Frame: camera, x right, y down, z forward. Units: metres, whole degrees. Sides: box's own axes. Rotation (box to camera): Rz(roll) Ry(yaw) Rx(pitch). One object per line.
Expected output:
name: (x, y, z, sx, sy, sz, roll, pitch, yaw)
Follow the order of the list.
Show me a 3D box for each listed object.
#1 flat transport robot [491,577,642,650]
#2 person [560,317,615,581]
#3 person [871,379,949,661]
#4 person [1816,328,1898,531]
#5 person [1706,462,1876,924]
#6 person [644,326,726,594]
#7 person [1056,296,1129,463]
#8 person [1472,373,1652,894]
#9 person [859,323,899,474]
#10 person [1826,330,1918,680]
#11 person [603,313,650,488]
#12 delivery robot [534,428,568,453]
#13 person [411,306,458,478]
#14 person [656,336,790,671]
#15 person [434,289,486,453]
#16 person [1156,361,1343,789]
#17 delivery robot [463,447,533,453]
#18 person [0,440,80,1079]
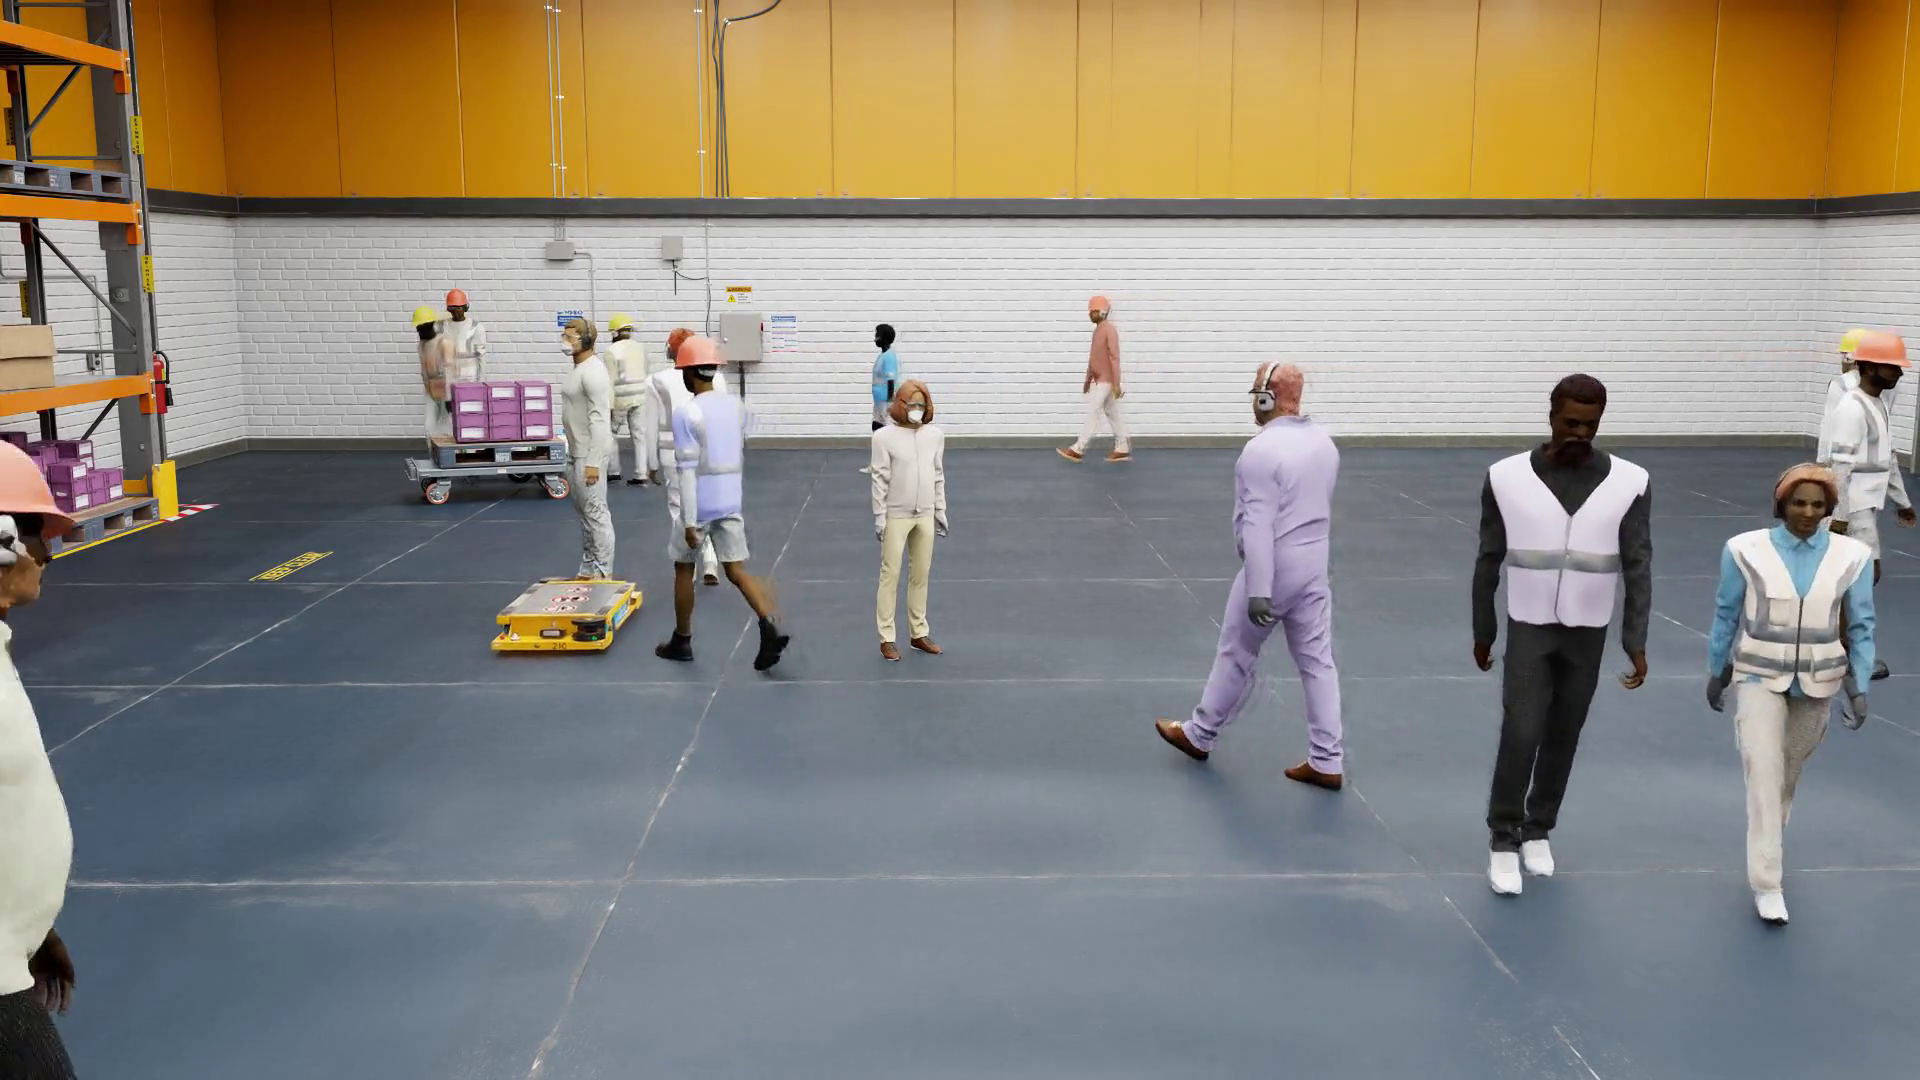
flat transport robot: (-2.427, 0.446, 10.386, 0.652, 0.197, 1.431, 0, 9, -2)
person: (-2.594, -0.569, 11.512, 0.366, 1.939, 0.635, -4, 10, -25)
person: (-0.290, -0.123, 9.709, 0.499, 1.633, 0.278, -6, 11, -34)
person: (6.617, -0.650, 12.356, 0.598, 1.831, 0.407, -3, 10, -16)
person: (2.979, 0.505, 6.002, 0.512, 1.589, 0.881, 2, 10, 13)
person: (-1.903, -0.552, 11.626, 0.575, 1.867, 0.410, -3, 10, -17)
person: (1.569, -1.870, 19.450, 0.987, 1.942, 0.665, -2, 9, -11)
person: (2.187, 0.347, 6.039, 0.595, 1.886, 0.717, 1, 9, 9)
person: (-0.741, -1.554, 18.368, 0.695, 1.676, 0.539, -2, 9, -12)
person: (5.077, -0.199, 9.280, 0.452, 1.927, 0.561, 8, 12, 39)
person: (-3.525, -1.450, 17.292, 0.639, 1.807, 0.617, 8, 12, 40)
delivery robot: (-4.204, -0.964, 17.879, 0.707, 0.478, 0.477, -4, 10, -22)
person: (-5.619, -1.624, 18.179, 0.574, 1.878, 0.761, 6, 11, 31)
person: (-1.367, -0.202, 9.406, 0.906, 1.901, 0.533, 9, 13, 43)
person: (-5.941, -1.962, 19.791, 0.605, 2.035, 0.423, 1, 9, 6)
person: (1.356, 0.136, 7.427, 0.663, 1.852, 0.988, -8, 12, -41)
delivery robot: (-4.924, -0.939, 17.728, 0.707, 0.478, 0.477, -2, 9, -11)
person: (-1.820, 0.794, 3.104, 0.629, 1.953, 0.647, -6, 11, -32)
